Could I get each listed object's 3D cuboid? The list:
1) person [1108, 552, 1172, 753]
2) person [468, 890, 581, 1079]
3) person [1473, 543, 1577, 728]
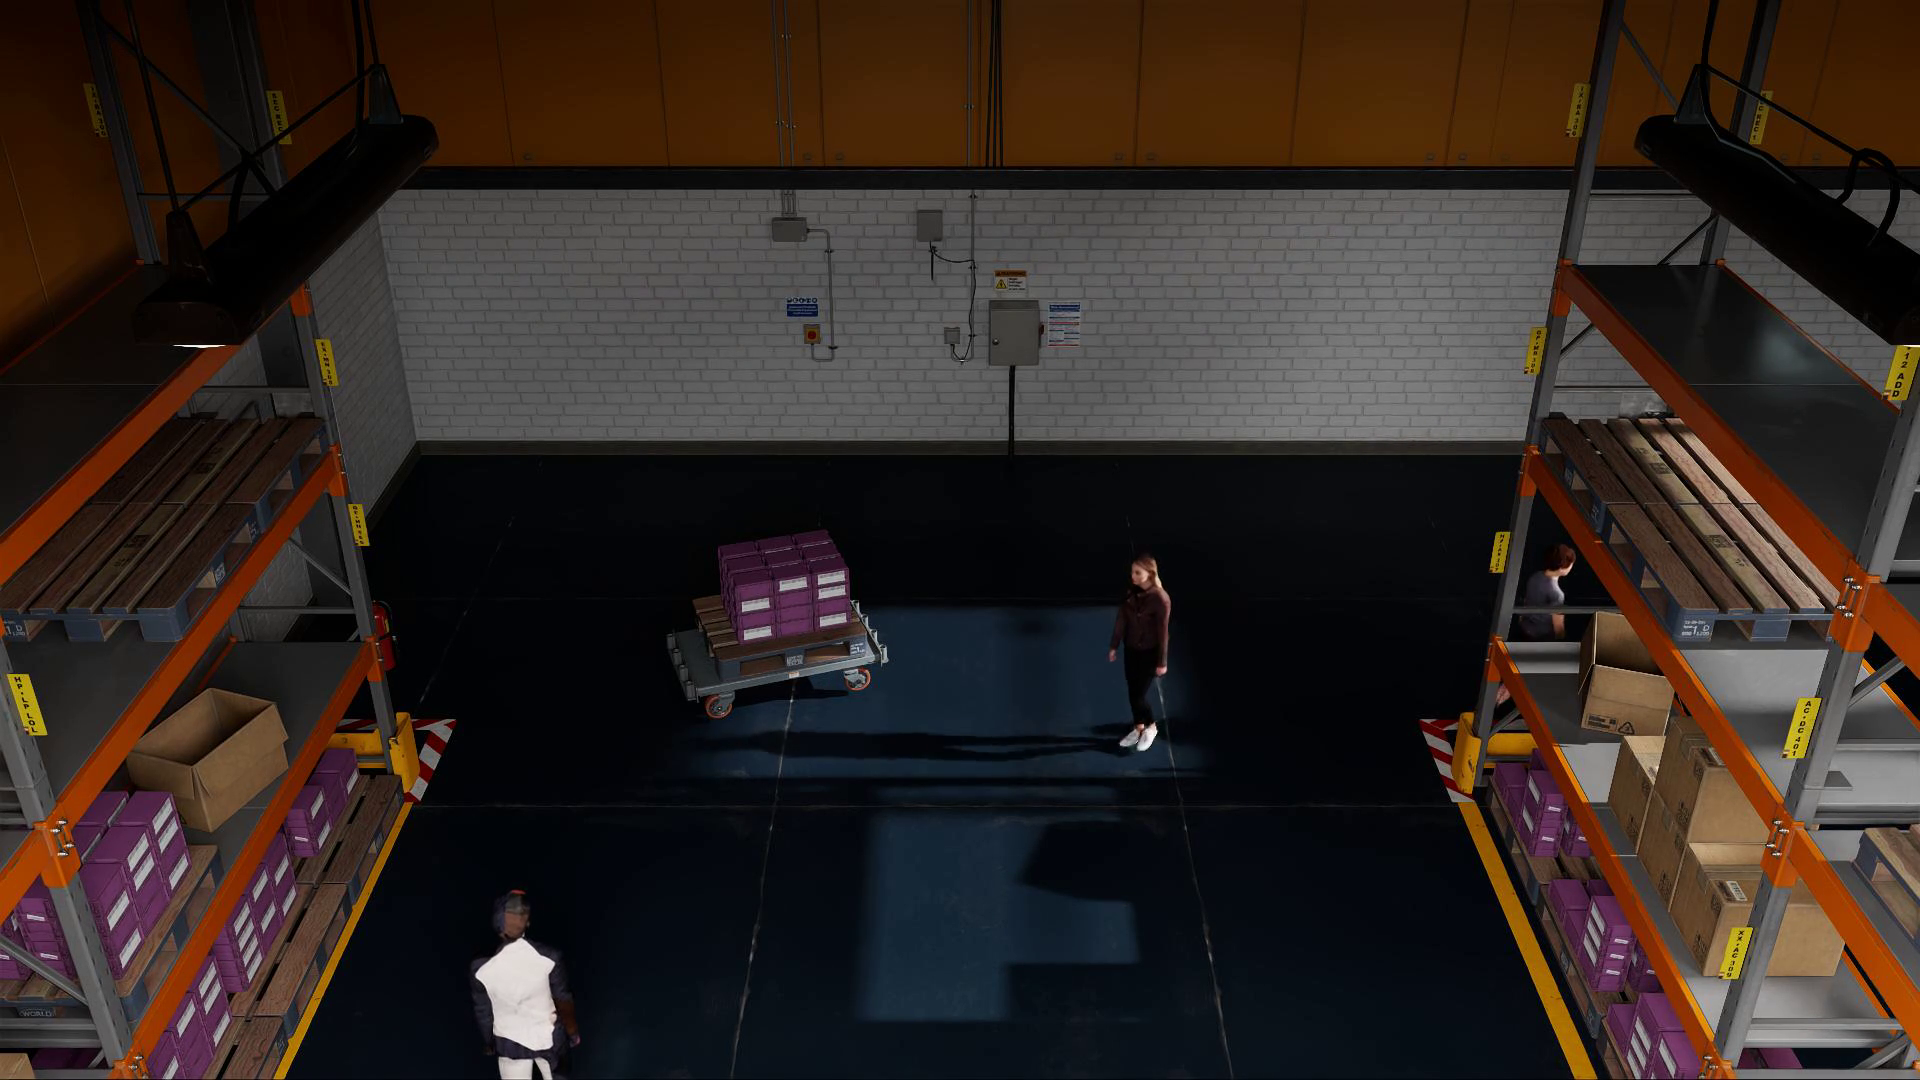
[{"bbox_3d":[1.428,0.824,12.566,0.772,1.693,0.684,-20,35,-33],"label":"person"},{"bbox_3d":[-2.318,2.675,8.964,0.710,1.892,0.633,-4,29,-8],"label":"person"},{"bbox_3d":[4.311,0.799,12.692,0.629,1.616,1.041,-1,29,-3],"label":"person"}]
